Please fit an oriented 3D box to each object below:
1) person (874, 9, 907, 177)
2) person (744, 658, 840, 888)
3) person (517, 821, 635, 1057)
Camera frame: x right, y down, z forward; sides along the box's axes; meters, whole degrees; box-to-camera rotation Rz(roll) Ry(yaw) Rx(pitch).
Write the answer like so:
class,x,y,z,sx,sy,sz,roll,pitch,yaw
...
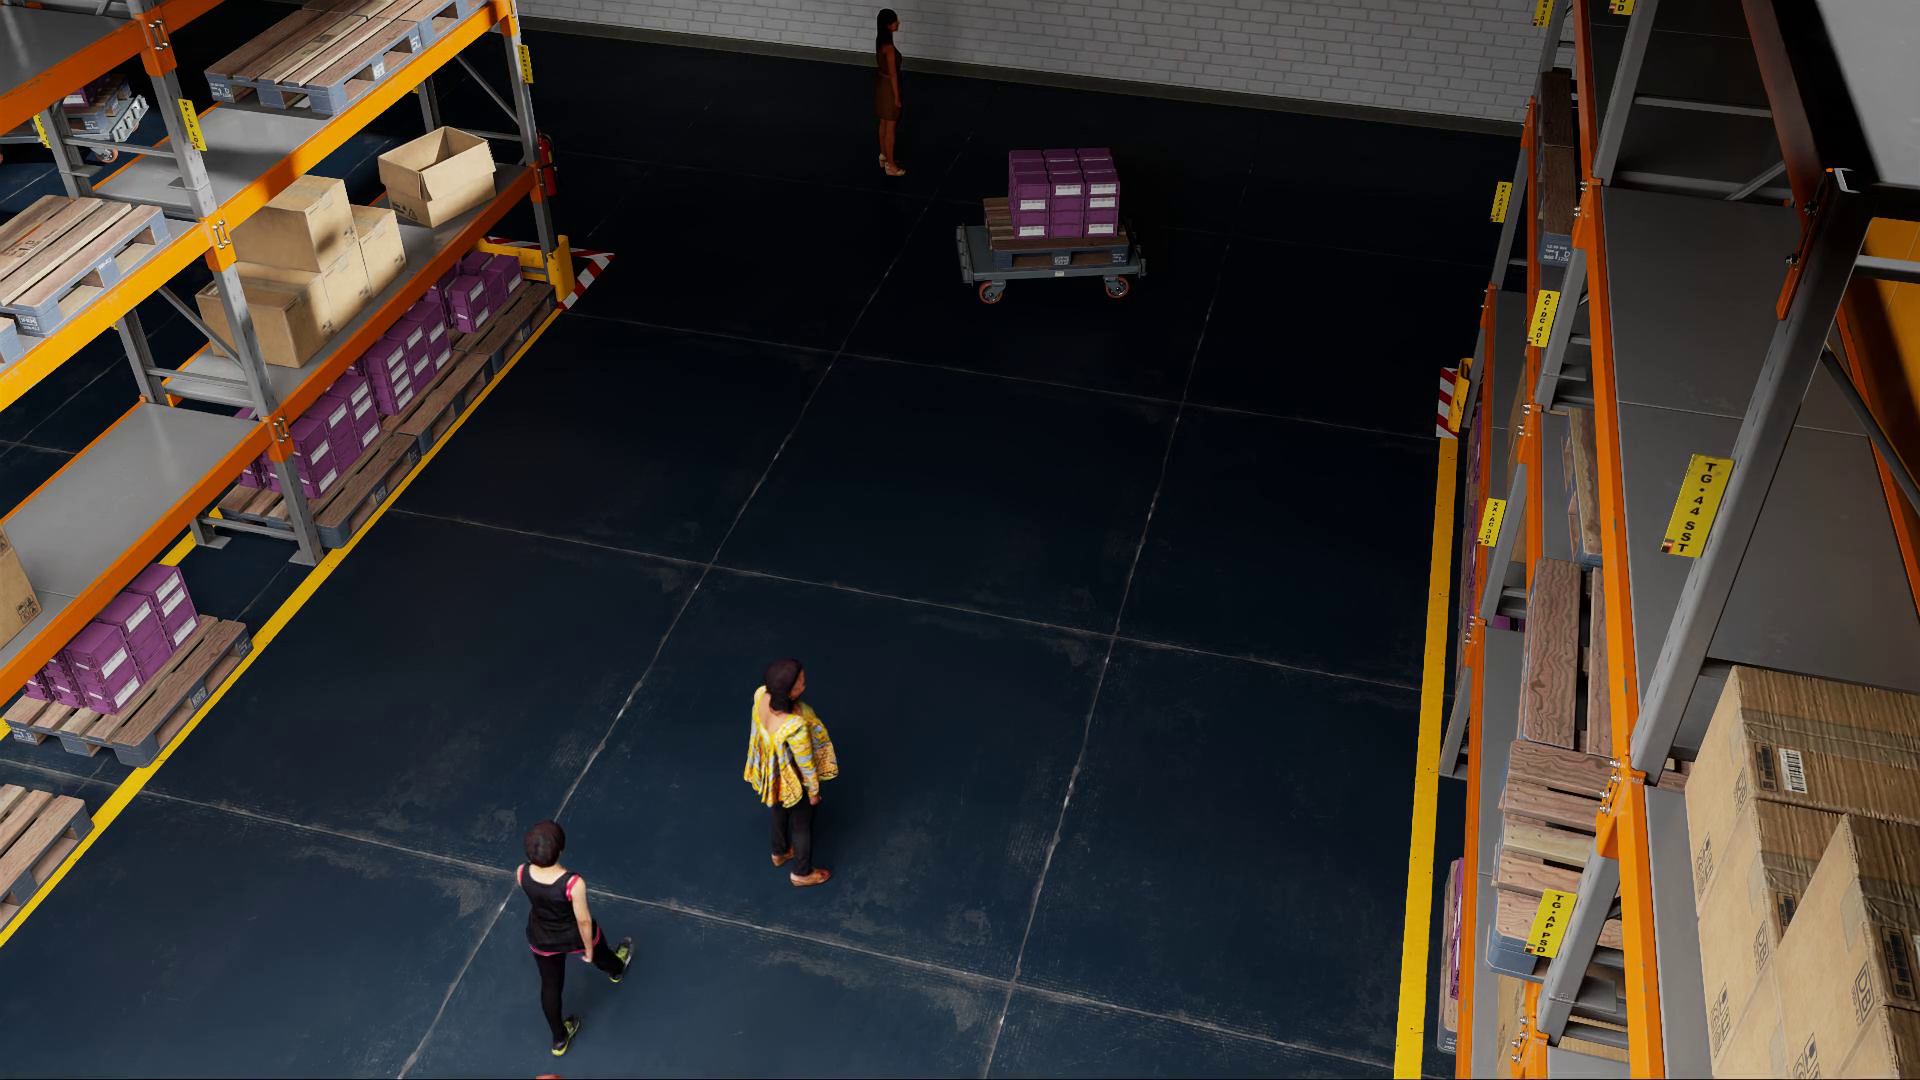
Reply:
class,x,y,z,sx,sy,sz,roll,pitch,yaw
person,-0.712,-4.480,16.629,0.698,1.690,0.600,-11,40,-13
person,-0.964,1.311,9.407,0.938,1.654,0.883,-25,45,-28
person,-2.084,2.076,8.551,0.583,1.526,0.954,7,39,8
